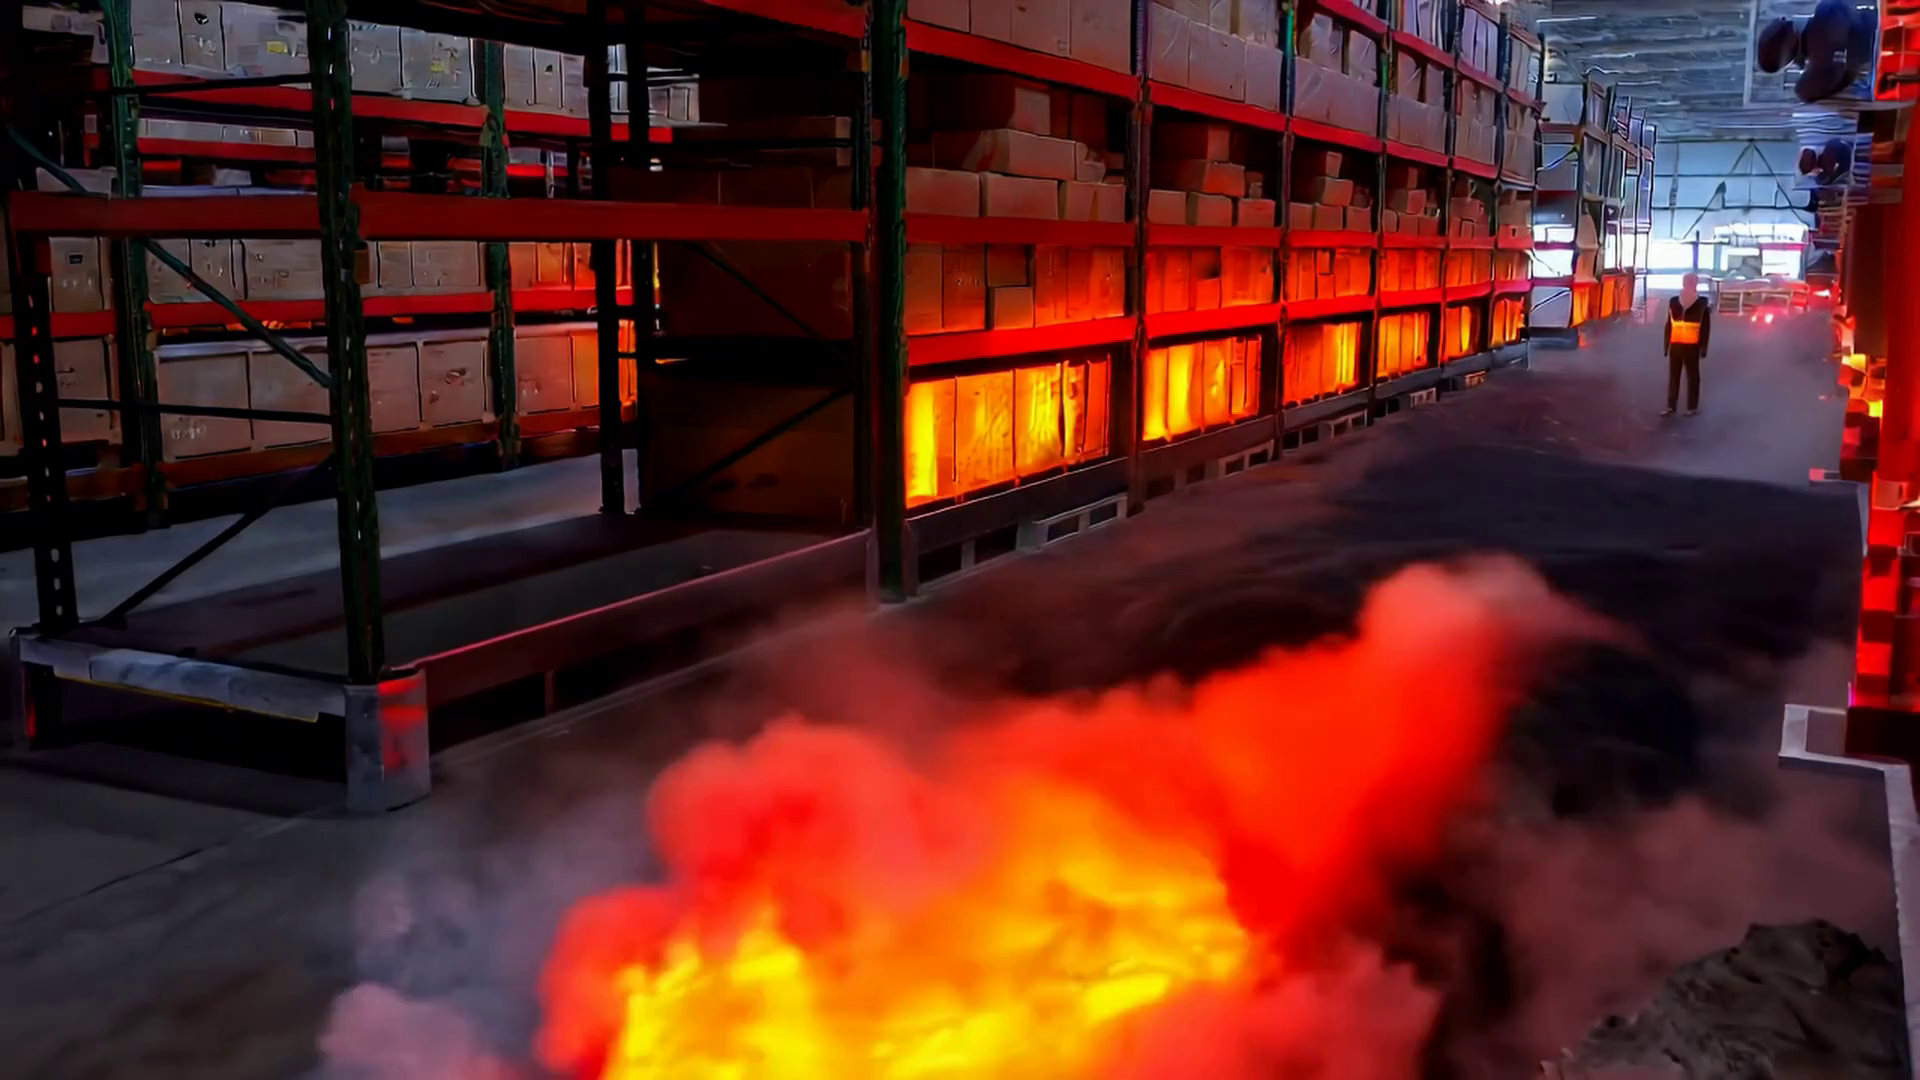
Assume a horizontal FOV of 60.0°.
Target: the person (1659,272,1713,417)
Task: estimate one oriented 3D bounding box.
[{"bbox_3d":[9.693,-2.603,22.201,0.376,1.917,0.600,-9,13,-43],"label":"person"}]
